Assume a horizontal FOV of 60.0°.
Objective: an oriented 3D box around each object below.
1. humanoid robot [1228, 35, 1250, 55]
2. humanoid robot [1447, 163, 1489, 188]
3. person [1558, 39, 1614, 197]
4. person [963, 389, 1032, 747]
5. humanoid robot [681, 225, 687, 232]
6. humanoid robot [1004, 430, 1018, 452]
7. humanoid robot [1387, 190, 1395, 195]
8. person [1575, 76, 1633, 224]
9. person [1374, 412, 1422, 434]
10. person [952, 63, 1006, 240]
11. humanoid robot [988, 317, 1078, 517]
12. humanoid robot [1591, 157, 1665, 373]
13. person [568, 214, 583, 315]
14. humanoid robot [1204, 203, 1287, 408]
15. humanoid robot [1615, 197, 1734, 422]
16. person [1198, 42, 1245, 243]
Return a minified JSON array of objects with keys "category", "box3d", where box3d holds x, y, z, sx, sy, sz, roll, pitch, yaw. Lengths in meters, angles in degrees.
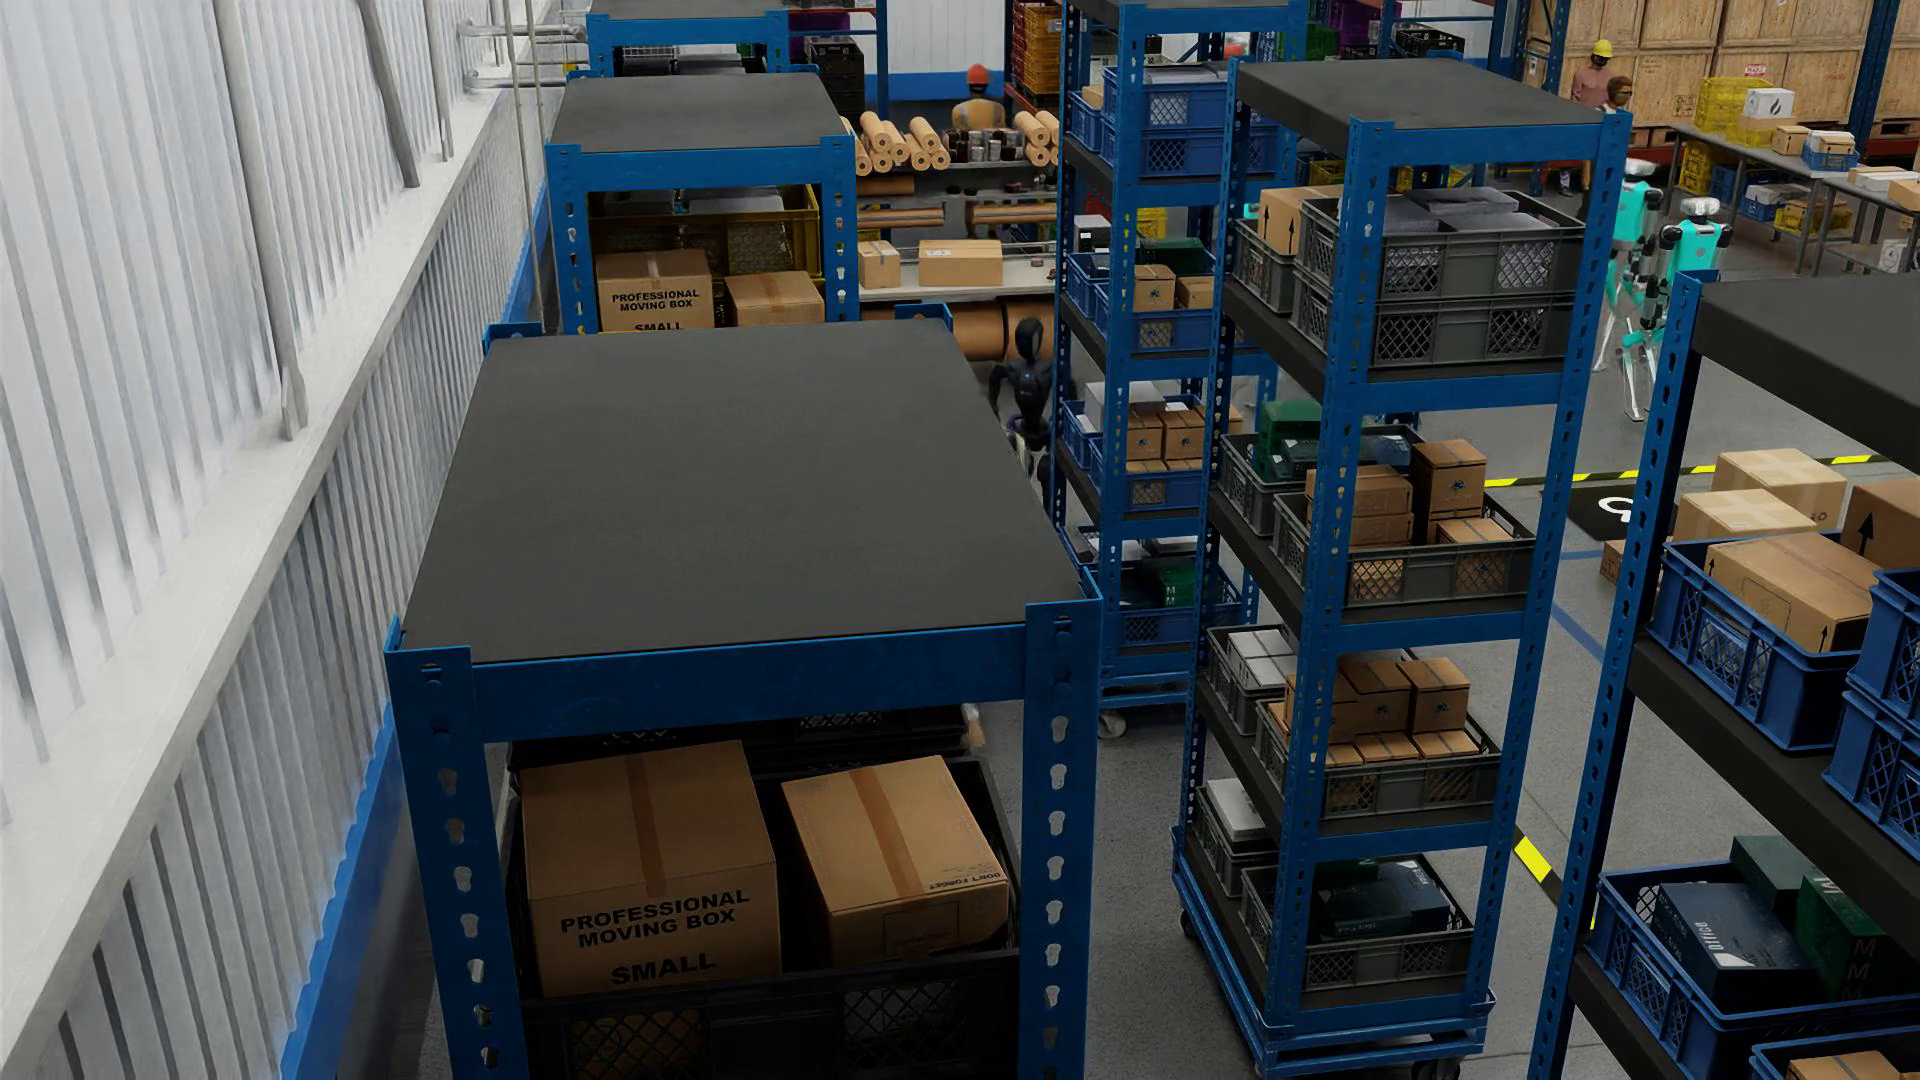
[{"category":"humanoid robot","box3d":[3.060,-5.031,19.488,0.552,1.769,0.800,-12,27,-24]},{"category":"humanoid robot","box3d":[5.414,-4.377,18.083,1.041,1.741,0.552,7,26,15]},{"category":"person","box3d":[7.162,-4.793,18.937,0.522,1.761,0.337,-6,25,-12]},{"category":"person","box3d":[0.057,0.072,8.290,0.641,1.825,0.658,-8,26,-17]},{"category":"humanoid robot","box3d":[-2.025,-2.373,13.808,0.601,1.637,0.717,-8,26,-17]},{"category":"humanoid robot","box3d":[0.009,0.031,8.566,0.534,1.826,0.814,0,25,0]},{"category":"humanoid robot","box3d":[3.039,-1.818,12.570,0.443,1.651,0.589,2,25,4]},{"category":"person","box3d":[6.249,-3.592,16.231,0.558,1.839,0.346,-15,29,-30]},{"category":"person","box3d":[2.016,0.146,8.115,0.591,1.828,0.690,3,25,6]},{"category":"person","box3d":[0.199,-3.697,16.376,0.551,1.911,0.808,-4,25,-8]},{"category":"humanoid robot","box3d":[0.448,-0.511,9.723,0.602,1.649,0.349,7,26,14]},{"category":"humanoid robot","box3d":[5.455,-2.220,13.413,0.904,1.802,0.551,-20,31,-37]},{"category":"person","box3d":[-2.706,-1.853,12.430,0.513,1.857,0.335,-17,29,-32]},{"category":"humanoid robot","box3d":[2.298,-1.765,12.382,0.792,1.775,0.558,17,30,33]},{"category":"humanoid robot","box3d":[5.108,-1.714,12.107,0.533,1.677,0.735,-4,25,-9]},{"category":"person","box3d":[2.632,-4.059,17.034,0.482,2.026,0.671,-7,26,-15]}]
